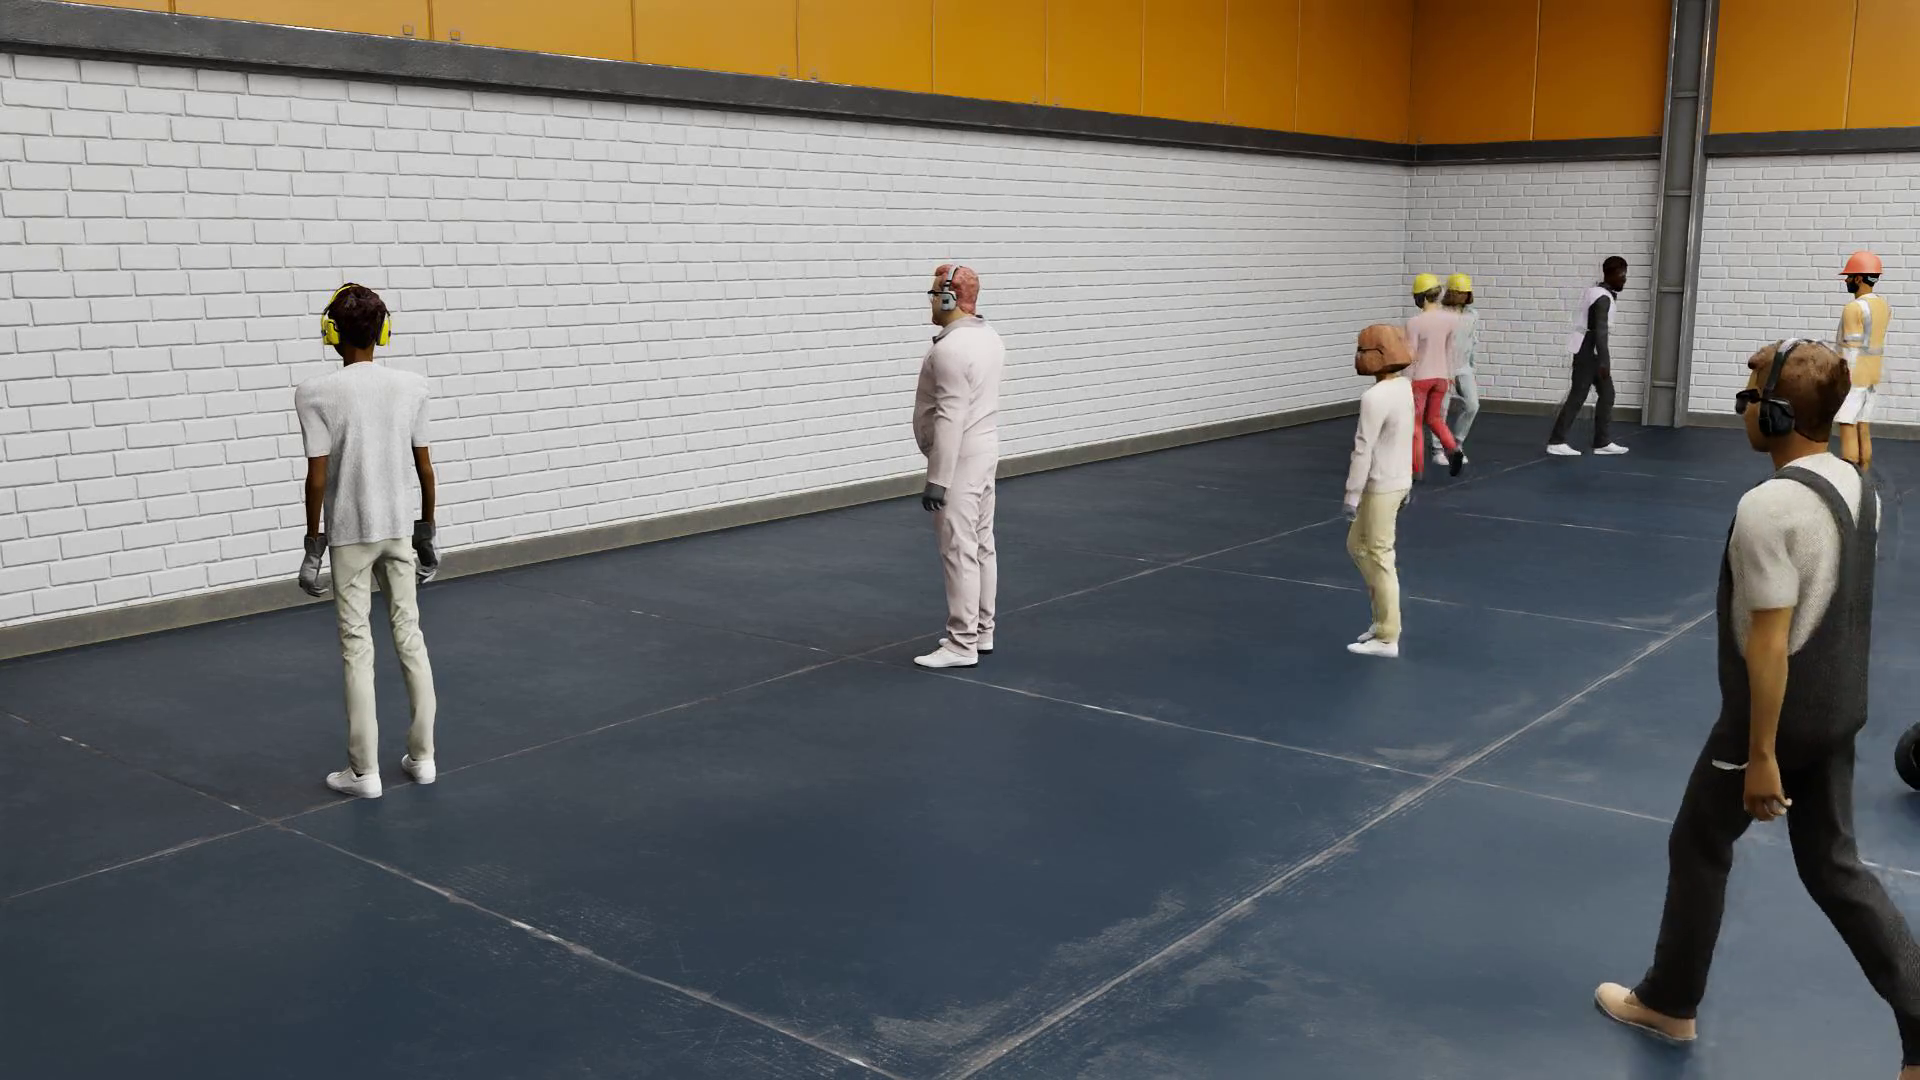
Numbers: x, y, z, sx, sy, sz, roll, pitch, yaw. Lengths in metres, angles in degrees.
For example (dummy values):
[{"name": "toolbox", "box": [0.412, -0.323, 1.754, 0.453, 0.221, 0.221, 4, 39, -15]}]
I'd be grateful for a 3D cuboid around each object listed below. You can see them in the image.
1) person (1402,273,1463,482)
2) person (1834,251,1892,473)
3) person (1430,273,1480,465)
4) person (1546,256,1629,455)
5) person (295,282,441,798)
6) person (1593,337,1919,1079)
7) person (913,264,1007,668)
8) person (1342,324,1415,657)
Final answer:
[{"name": "person", "box": [3.908, -1.331, 13.793, 0.531, 1.750, 0.499, -5, 11, -25]}, {"name": "person", "box": [6.822, -1.225, 12.702, 0.545, 1.938, 0.356, -8, 13, -39]}, {"name": "person", "box": [4.441, -1.522, 14.941, 0.498, 1.726, 0.440, -3, 11, -16]}, {"name": "person", "box": [5.942, -1.702, 15.530, 0.842, 1.870, 0.612, 5, 11, 25]}, {"name": "person", "box": [-2.160, 0.005, 6.076, 0.531, 1.870, 0.317, -10, 14, -44]}, {"name": "person", "box": [2.008, 0.434, 3.896, 0.520, 1.812, 0.921, -7, 12, -33]}, {"name": "person", "box": [-0.024, -0.346, 7.916, 0.405, 1.911, 0.636, 4, 11, 20]}, {"name": "person", "box": [2.011, -0.236, 8.079, 0.387, 1.615, 0.531, 6, 12, 32]}]
